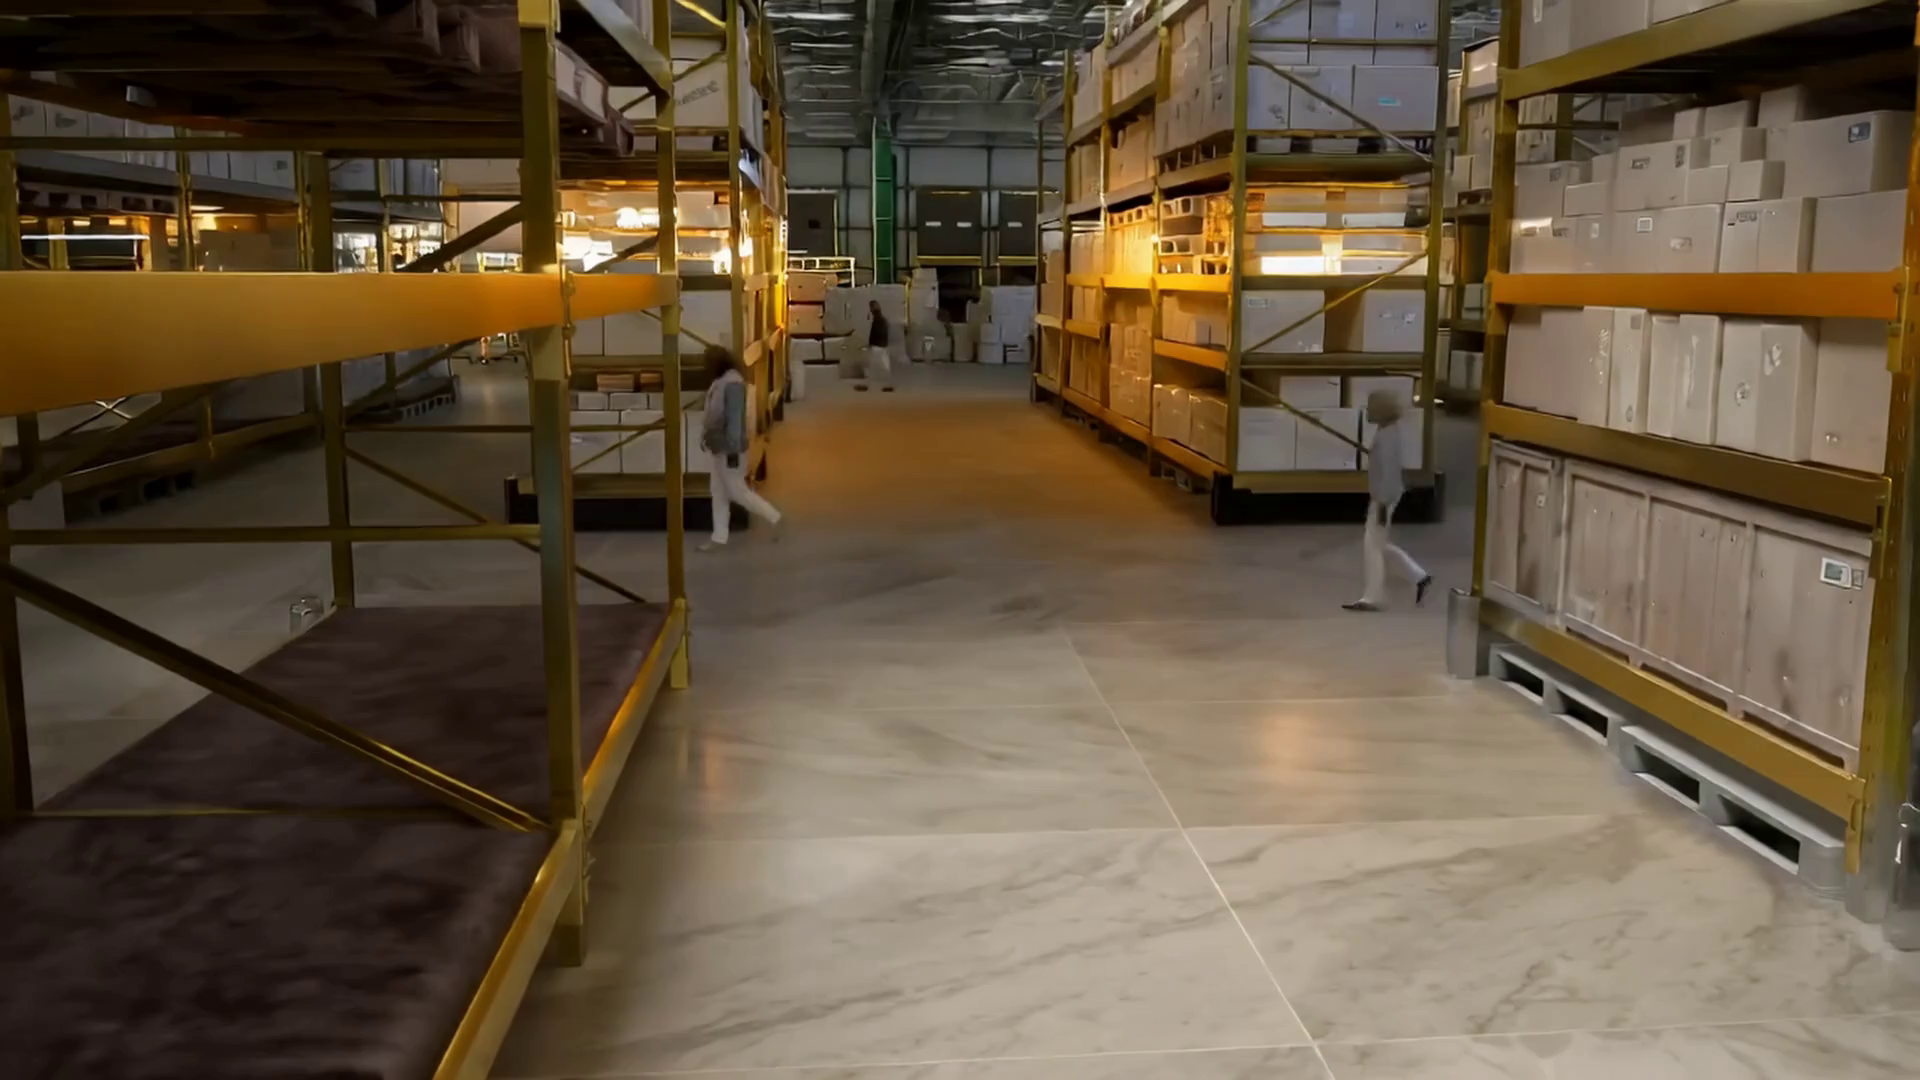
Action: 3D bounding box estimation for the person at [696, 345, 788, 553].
[{"bbox_3d":[-1.923,-0.786,14.454,0.730,1.809,0.667,-4,10,-25],"label":"person"}]

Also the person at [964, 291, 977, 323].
[{"bbox_3d":[0.414,-6.472,49.785,0.614,1.910,0.722,-2,9,-11],"label":"person"}]

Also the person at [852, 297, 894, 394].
[{"bbox_3d":[-1.790,-3.944,33.779,0.984,1.948,0.625,0,9,3],"label":"person"}]

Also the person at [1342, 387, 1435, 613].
[{"bbox_3d":[3.039,-0.270,11.752,0.546,1.618,0.515,4,10,22],"label":"person"}]
